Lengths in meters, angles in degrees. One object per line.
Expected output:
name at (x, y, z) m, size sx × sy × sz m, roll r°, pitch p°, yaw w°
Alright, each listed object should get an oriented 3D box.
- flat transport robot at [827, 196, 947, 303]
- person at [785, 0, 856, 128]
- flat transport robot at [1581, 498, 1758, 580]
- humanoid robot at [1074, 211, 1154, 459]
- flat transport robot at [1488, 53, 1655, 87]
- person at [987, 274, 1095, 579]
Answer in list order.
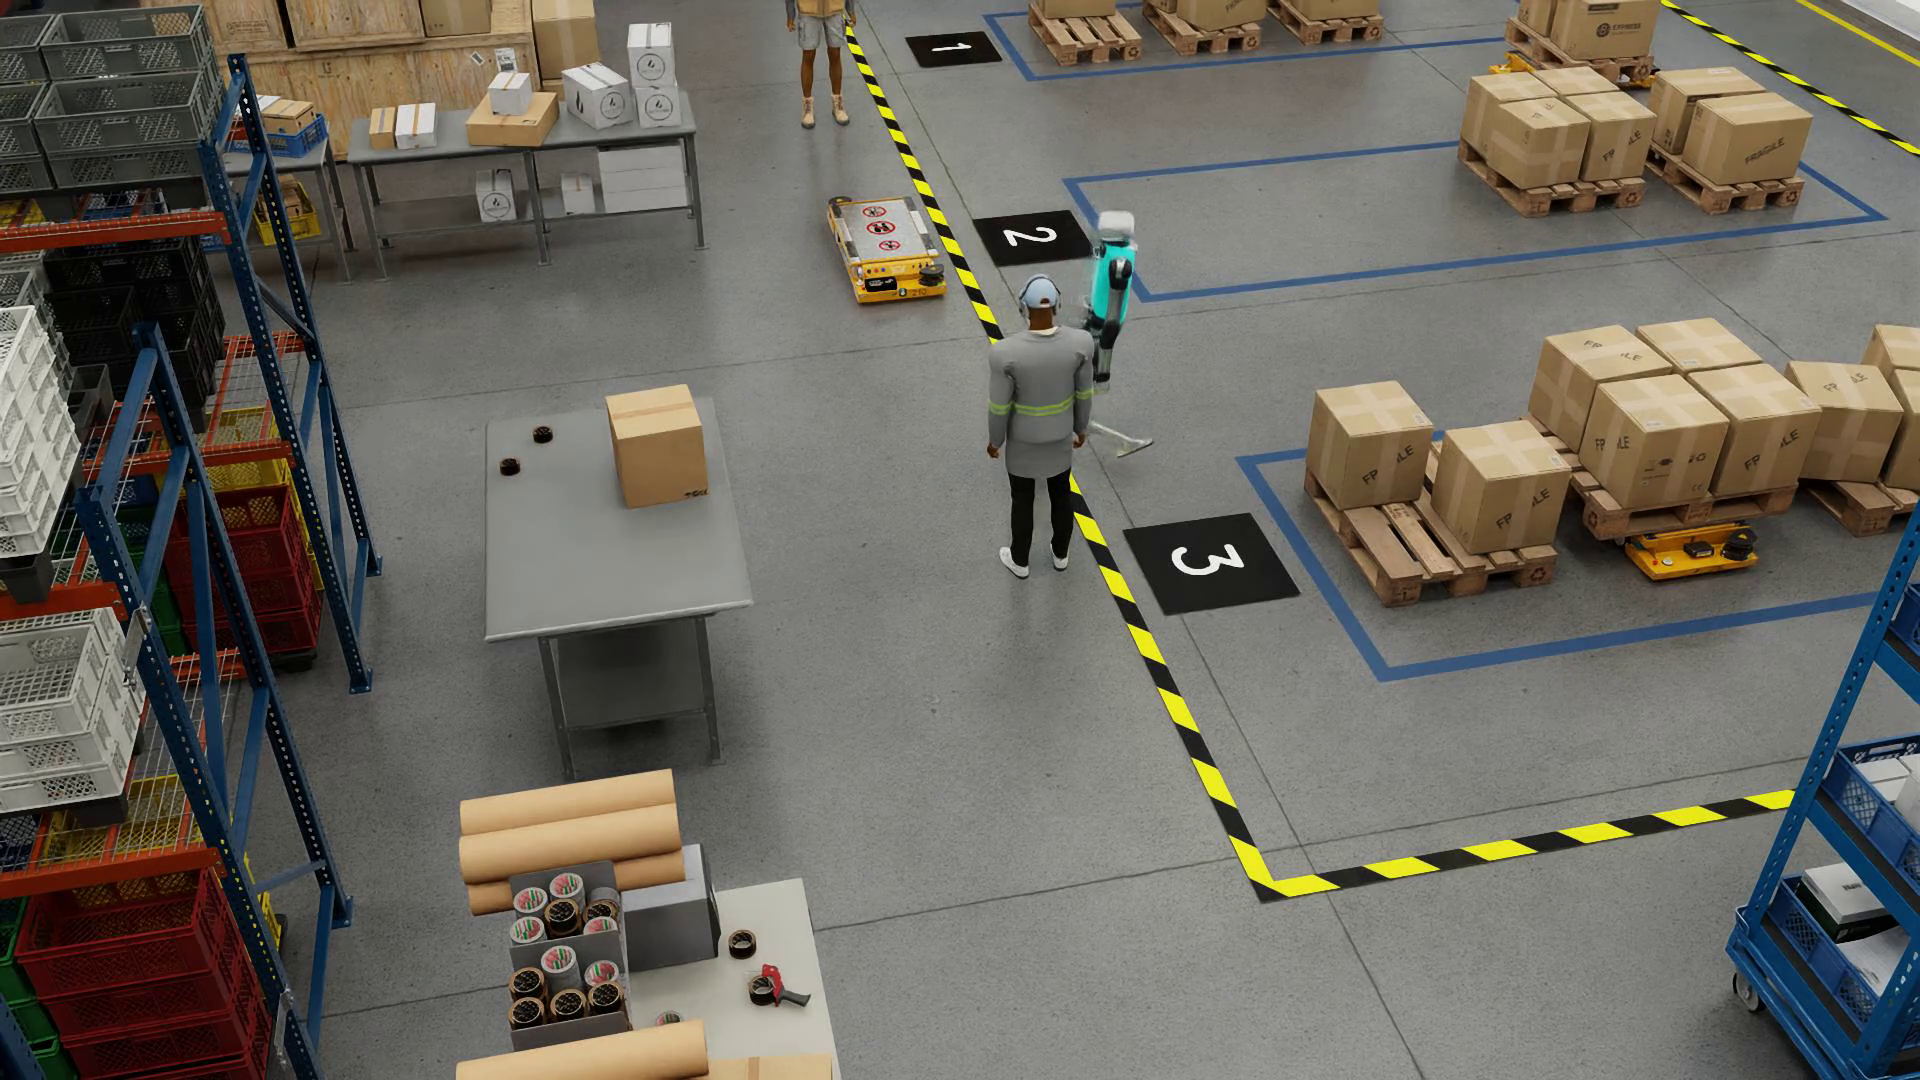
flat transport robot at (-0.570, -2.220, 12.538) m, size 0.659 × 0.231 × 1.431 m, roll -8°, pitch 37°, yaw -10°
person at (-1.179, -4.520, 14.146) m, size 0.613 × 2.039 × 0.382 m, roll -8°, pitch 37°, yaw -11°
flat transport robot at (4.062, -0.294, 9.926) m, size 0.652 × 0.197 × 1.431 m, roll -8°, pitch 37°, yaw -10°
humanoid robot at (0.683, -1.115, 9.827) m, size 1.028 × 1.725 × 0.546 m, roll -1°, pitch 37°, yaw -1°
flat transport robot at (5.713, -4.362, 15.394) m, size 1.431 × 0.197 × 0.652 m, roll -8°, pitch 37°, yaw -10°
person at (0.423, -0.609, 9.047) m, size 0.587 × 1.851 × 0.392 m, roll -9°, pitch 38°, yaw -12°
